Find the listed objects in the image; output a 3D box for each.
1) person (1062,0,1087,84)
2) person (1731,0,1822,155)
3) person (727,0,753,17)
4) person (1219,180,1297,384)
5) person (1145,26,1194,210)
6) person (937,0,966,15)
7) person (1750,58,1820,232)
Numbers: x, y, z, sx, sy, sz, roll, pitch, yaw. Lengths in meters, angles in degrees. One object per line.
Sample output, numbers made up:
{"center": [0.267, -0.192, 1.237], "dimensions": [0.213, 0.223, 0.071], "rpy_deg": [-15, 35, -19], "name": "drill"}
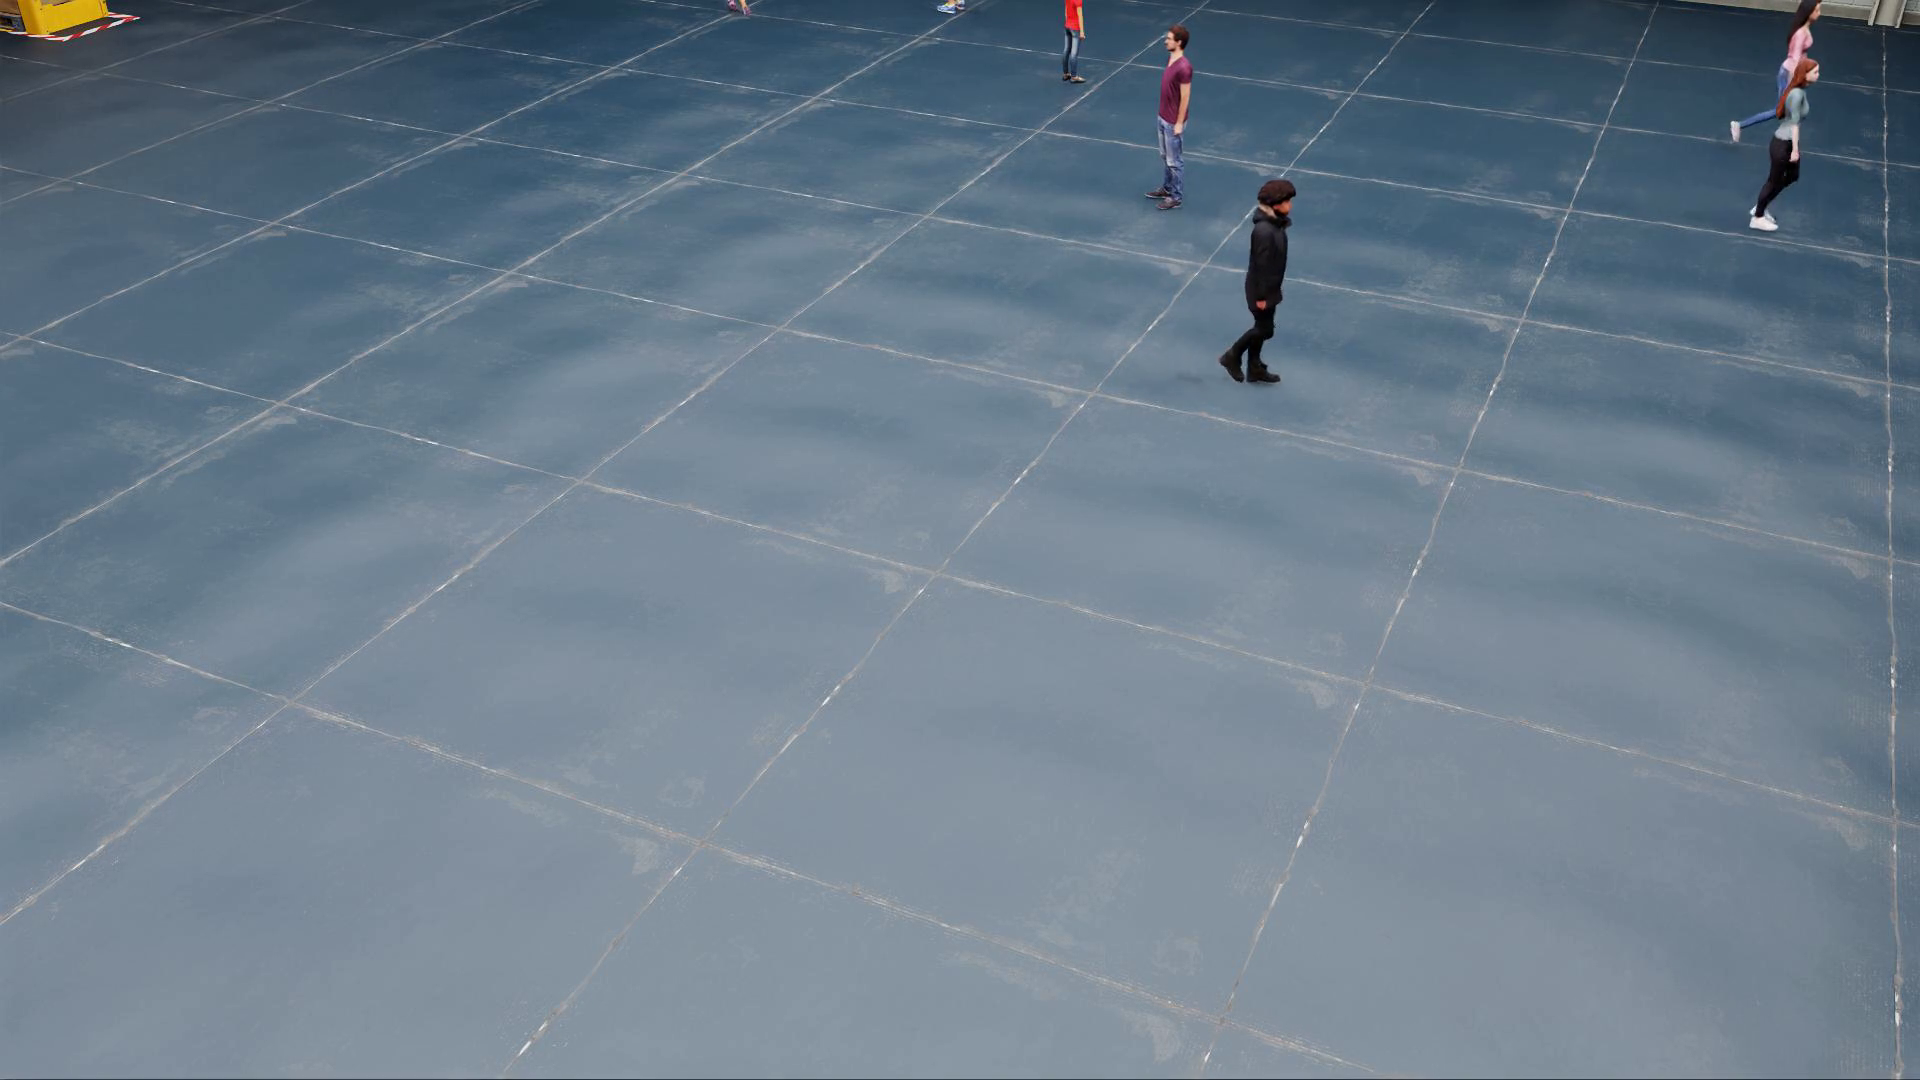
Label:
{"center": [1.412, -6.402, 20.808], "dimensions": [0.630, 1.311, 0.559], "rpy_deg": [-19, 37, -27], "name": "person"}
{"center": [9.091, -5.116, 18.383], "dimensions": [1.004, 1.725, 0.620], "rpy_deg": [17, 36, 25], "name": "person"}
{"center": [-3.192, -8.291, 23.453], "dimensions": [1.016, 1.684, 1.183], "rpy_deg": [-17, 36, -24], "name": "person"}
{"center": [2.397, -2.076, 13.525], "dimensions": [0.740, 1.765, 0.648], "rpy_deg": [12, 34, 19], "name": "person"}
{"center": [2.191, -4.341, 17.032], "dimensions": [0.759, 1.855, 0.741], "rpy_deg": [-5, 33, -8], "name": "person"}
{"center": [-0.094, -8.442, 23.519], "dimensions": [0.643, 1.869, 0.666], "rpy_deg": [24, 39, 33], "name": "person"}
{"center": [8.067, -3.893, 16.437], "dimensions": [0.619, 1.731, 0.614], "rpy_deg": [18, 36, 26], "name": "person"}
